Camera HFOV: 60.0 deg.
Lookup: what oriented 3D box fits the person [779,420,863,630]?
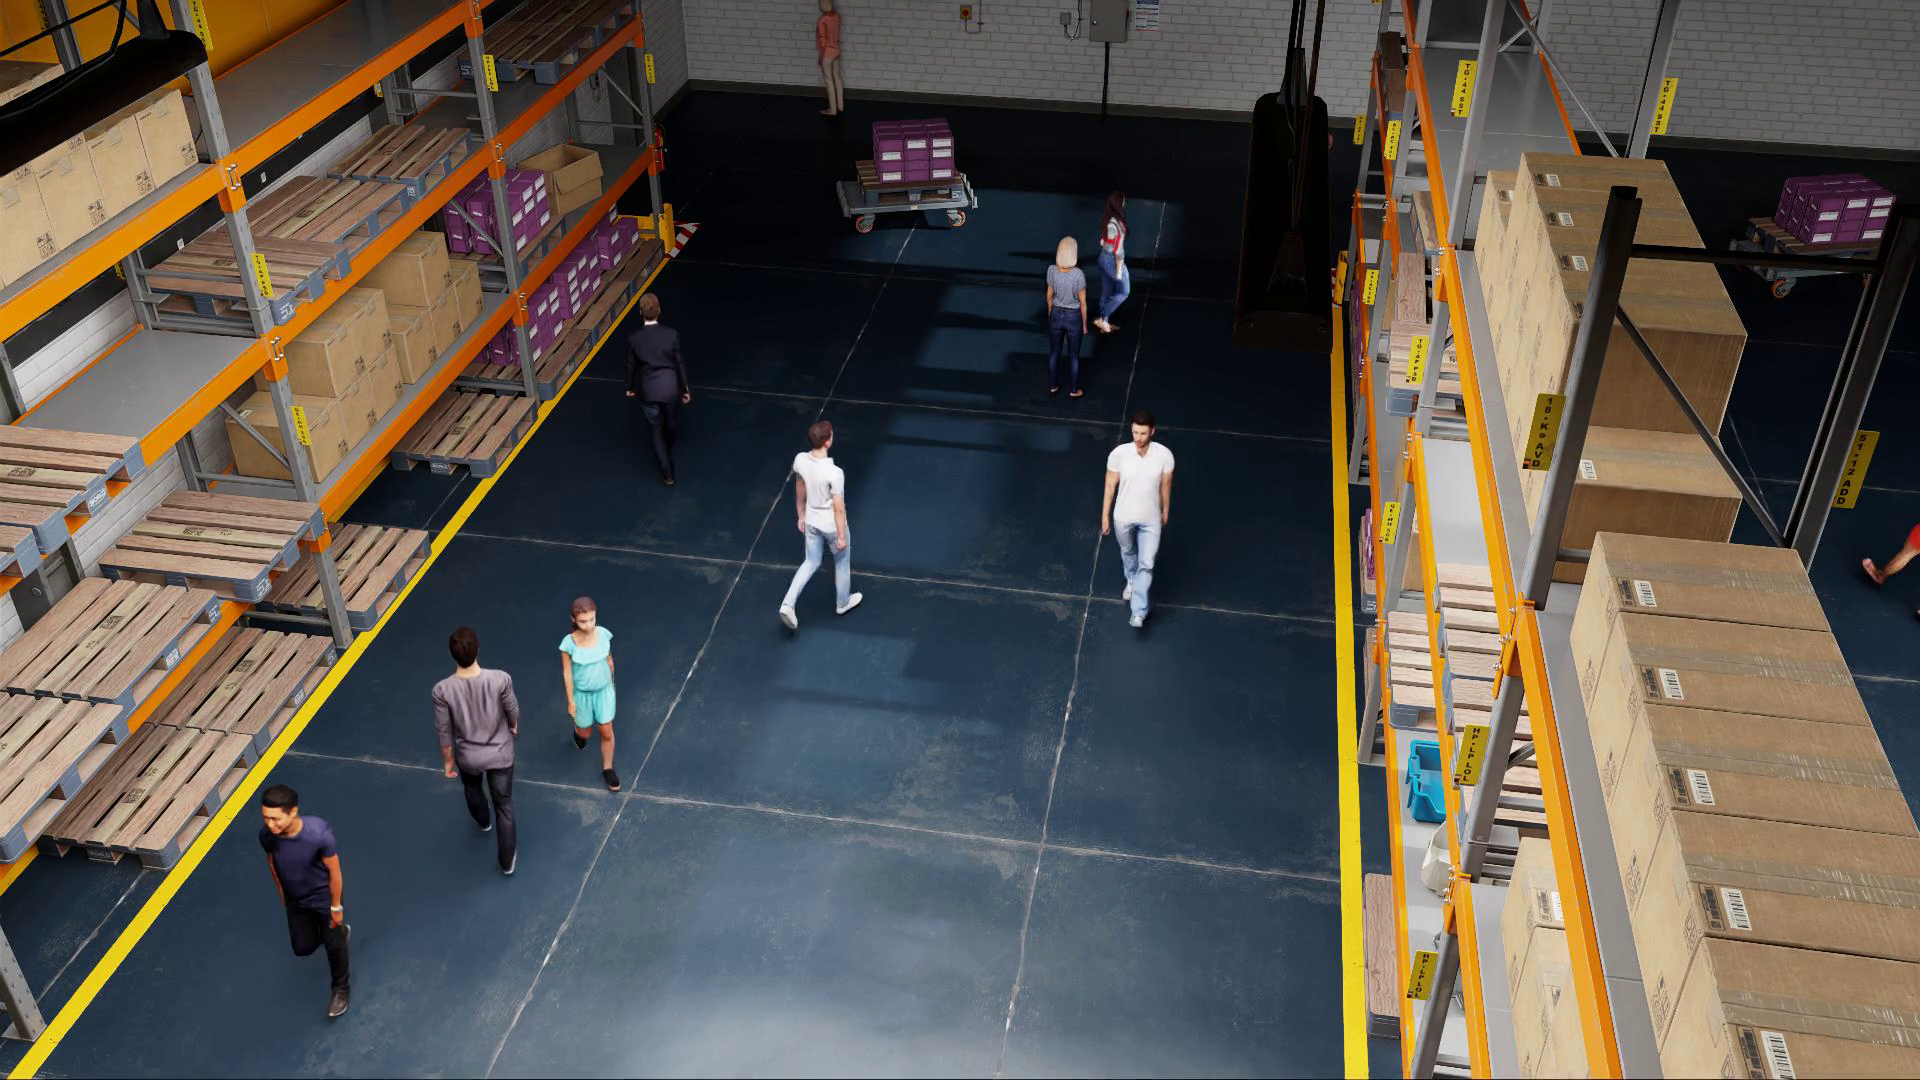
[{"bbox_3d":[-1.135,-0.080,13.208,0.972,1.829,1.191,23,40,30],"label":"person"}]

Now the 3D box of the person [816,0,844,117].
[{"bbox_3d":[-1.847,-6.902,23.567,0.728,1.724,0.581,18,38,25],"label":"person"}]

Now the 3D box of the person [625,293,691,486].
[{"bbox_3d":[-2.744,-1.341,15.151,1.036,1.779,1.241,-9,35,-13],"label":"person"}]

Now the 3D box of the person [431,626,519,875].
[{"bbox_3d":[-3.119,1.442,10.926,0.922,1.822,1.089,-8,34,-12],"label":"person"}]

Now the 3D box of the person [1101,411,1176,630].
[{"bbox_3d":[1.456,-0.252,13.473,0.752,1.823,1.110,9,35,13],"label":"person"}]

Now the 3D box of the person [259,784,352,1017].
[{"bbox_3d":[-3.846,2.077,10.012,0.670,1.775,0.801,4,34,6],"label":"person"}]

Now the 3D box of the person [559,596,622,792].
[{"bbox_3d":[-2.641,1.035,11.785,0.871,1.548,0.962,-18,38,-25],"label":"person"}]

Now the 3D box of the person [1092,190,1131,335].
[{"bbox_3d":[1.543,-2.918,17.683,0.809,1.603,0.738,-13,36,-19],"label":"person"}]

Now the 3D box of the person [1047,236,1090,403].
[{"bbox_3d":[1.052,-2.193,16.486,0.631,1.720,0.598,15,37,22],"label":"person"}]
